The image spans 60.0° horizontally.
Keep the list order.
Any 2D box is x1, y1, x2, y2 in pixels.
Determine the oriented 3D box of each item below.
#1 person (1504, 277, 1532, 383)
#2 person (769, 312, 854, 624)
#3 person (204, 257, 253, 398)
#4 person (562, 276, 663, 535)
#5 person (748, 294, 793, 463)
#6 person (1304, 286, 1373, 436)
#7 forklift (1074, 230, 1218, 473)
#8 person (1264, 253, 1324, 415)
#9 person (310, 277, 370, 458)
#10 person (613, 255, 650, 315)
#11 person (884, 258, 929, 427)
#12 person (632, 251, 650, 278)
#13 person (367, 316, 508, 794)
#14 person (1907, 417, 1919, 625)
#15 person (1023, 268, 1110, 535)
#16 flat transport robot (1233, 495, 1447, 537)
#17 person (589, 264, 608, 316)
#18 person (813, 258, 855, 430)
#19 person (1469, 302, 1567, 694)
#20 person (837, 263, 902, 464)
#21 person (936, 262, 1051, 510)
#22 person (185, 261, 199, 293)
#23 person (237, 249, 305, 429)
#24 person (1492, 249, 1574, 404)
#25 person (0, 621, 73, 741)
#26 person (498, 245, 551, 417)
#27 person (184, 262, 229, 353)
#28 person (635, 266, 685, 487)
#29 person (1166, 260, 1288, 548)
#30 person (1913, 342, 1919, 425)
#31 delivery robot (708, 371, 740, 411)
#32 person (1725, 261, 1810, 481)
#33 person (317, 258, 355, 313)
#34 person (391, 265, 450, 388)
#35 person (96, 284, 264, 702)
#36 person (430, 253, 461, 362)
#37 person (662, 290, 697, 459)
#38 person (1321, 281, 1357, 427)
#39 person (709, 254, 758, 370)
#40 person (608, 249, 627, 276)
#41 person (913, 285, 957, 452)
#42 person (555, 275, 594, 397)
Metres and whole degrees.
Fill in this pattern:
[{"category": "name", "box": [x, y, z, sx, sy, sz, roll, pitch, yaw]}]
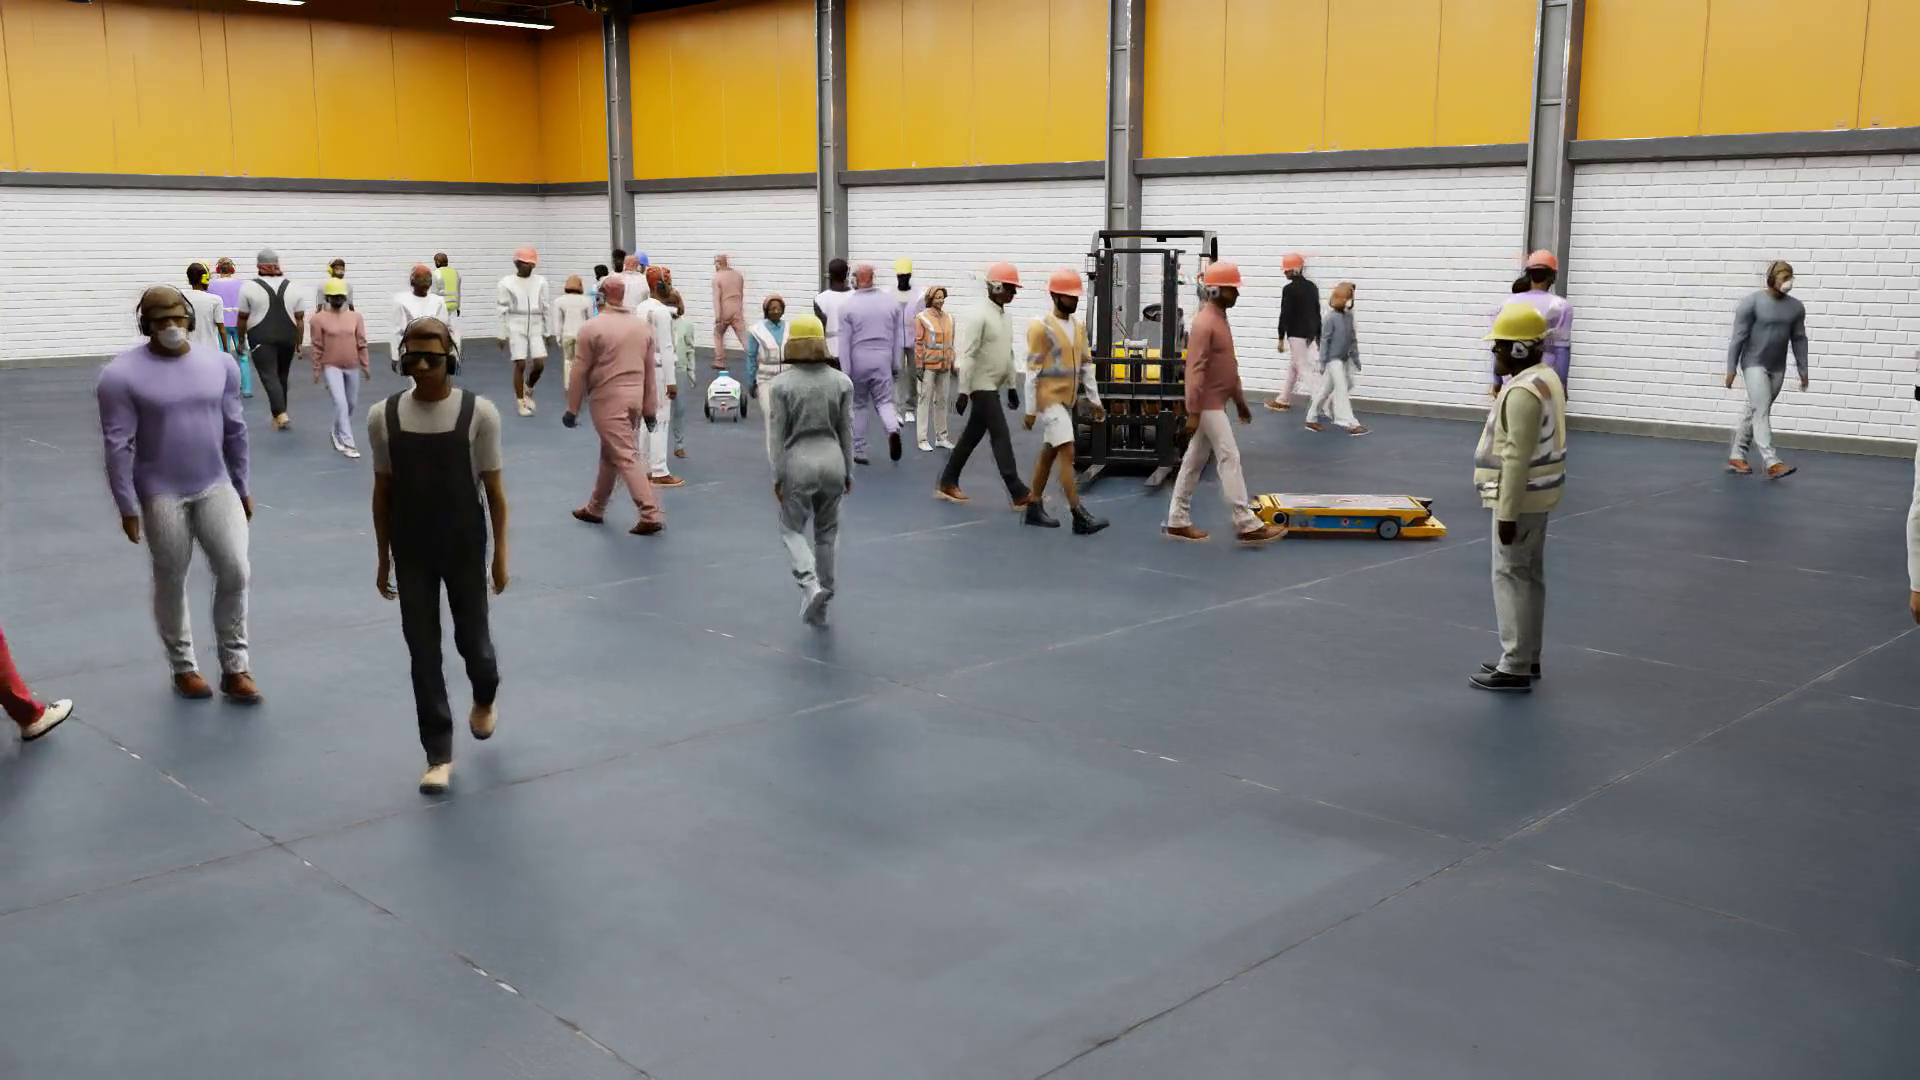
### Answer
[{"category": "person", "box": [5.906, -1.921, 17.554, 0.317, 1.698, 0.551, 1, 10, 5]}, {"category": "person", "box": [-0.786, -0.362, 8.984, 0.482, 1.723, 0.505, -4, 11, -19]}, {"category": "person", "box": [-9.533, -2.759, 21.719, 0.565, 1.846, 0.390, -6, 12, -29]}, {"category": "person", "box": [-2.495, -0.971, 12.009, 1.046, 1.855, 0.636, 7, 12, 32]}, {"category": "person", "box": [-1.707, -1.454, 15.246, 0.508, 1.610, 0.786, -5, 11, -24]}, {"category": "person", "box": [4.070, -1.920, 17.841, 0.876, 1.584, 0.512, 9, 14, 42]}, {"category": "forklift", "box": [1.804, -1.825, 15.677, 1.214, 2.155, 2.313, 2, 11, 13]}, {"category": "person", "box": [4.064, -2.451, 19.842, 0.641, 1.934, 1.030, -9, 14, -40]}, {"category": "person", "box": [-6.051, -1.693, 16.199, 0.529, 1.734, 0.816, -9, 14, -41]}, {"category": "person", "box": [-4.274, -2.744, 21.569, 0.673, 1.869, 0.537, 1, 10, 6]}, {"category": "person", "box": [-0.613, -2.226, 18.734, 0.604, 1.871, 0.980, 0, 10, 2]}, {"category": "person", "box": [-4.483, -3.001, 22.855, 0.617, 1.923, 0.613, 1, 10, 7]}, {"category": "person", "box": [-2.024, 0.034, 6.534, 0.509, 1.831, 0.628, -1, 10, -5]}, {"category": "person", "box": [3.602, 0.135, 5.730, 0.630, 1.934, 0.366, 4, 11, 19]}, {"category": "person", "box": [0.804, -0.985, 11.933, 0.920, 1.893, 0.548, 8, 13, 37]}, {"category": "flat transport robot", "box": [2.715, -0.185, 11.982, 1.431, 0.197, 0.652, 1, 10, 5]}, {"category": "person", "box": [-5.526, -3.406, 25.668, 0.448, 1.682, 0.549, 9, 14, 42]}, {"category": "person", "box": [-1.169, -1.784, 16.241, 0.585, 1.906, 0.444, -5, 12, -27]}, {"category": "person", "box": [2.616, -0.195, 7.813, 0.403, 1.824, 0.601, 6, 12, 29]}, {"category": "person", "box": [-0.819, -1.607, 15.345, 0.651, 1.881, 0.677, -4, 11, -22]}, {"category": "person", "box": [0.218, -1.205, 13.053, 1.039, 1.936, 0.621, 5, 11, 24]}, {"category": "person", "box": [-10.133, -2.839, 22.321, 0.881, 1.791, 0.596, 3, 11, 14]}, {"category": "person", "box": [-7.628, -2.256, 18.448, 0.690, 2.000, 0.998, -9, 14, -40]}, {"category": "person", "box": [4.535, -1.296, 13.268, 0.633, 2.020, 0.689, 9, 14, 41]}, {"category": "person", "box": [-4.094, 0.064, 6.678, 0.526, 1.720, 0.909, 2, 11, 13]}, {"category": "person", "box": [-5.117, -2.455, 19.582, 0.640, 2.021, 0.449, -6, 12, -31]}, {"category": "person", "box": [-7.547, -1.827, 16.592, 0.535, 1.863, 0.323, -1, 10, -5]}, {"category": "person", "box": [-2.585, -1.391, 14.195, 0.346, 1.876, 0.573, -6, 12, -30]}, {"category": "person", "box": [1.861, -0.924, 11.428, 0.955, 1.955, 0.616, 3, 11, 17]}, {"category": "person", "box": [8.374, -1.369, 14.191, 0.670, 1.821, 0.554, -10, 15, -44]}, {"category": "delivery robot", "box": [-2.731, -1.713, 19.282, 0.477, 0.478, 0.707, -1, 10, -5]}, {"category": "person", "box": [7.115, -1.479, 14.581, 0.657, 1.897, 0.981, -3, 11, -14]}, {"category": "person", "box": [-8.369, -2.846, 22.223, 0.636, 1.839, 0.576, 10, 14, 42]}, {"category": "person", "box": [-5.593, -1.938, 17.299, 0.590, 1.826, 1.031, -10, 14, -43]}, {"category": "person", "box": [-3.473, -0.185, 7.501, 0.649, 1.910, 0.740, -10, 14, -43]}, {"category": "person", "box": [-8.627, -3.875, 27.825, 0.429, 1.839, 0.634, 6, 12, 31]}, {"category": "person", "box": [-2.803, -1.590, 15.958, 0.529, 1.624, 0.511, -5, 12, -27]}, {"category": "person", "box": [4.246, -2.087, 18.654, 0.475, 1.625, 0.528, 9, 14, 41]}, {"category": "person", "box": [-3.600, -3.602, 26.341, 0.669, 1.853, 0.906, -10, 14, -43]}, {"category": "person", "box": [-5.438, -3.692, 26.681, 0.624, 1.910, 1.027, -7, 13, -35]}, {"category": "person", "box": [-0.248, -1.707, 16.546, 0.513, 1.641, 0.307, -9, 14, -41]}, {"category": "person", "box": [-5.003, -2.638, 21.699, 0.499, 1.613, 0.586, 0, 10, -2]}]
